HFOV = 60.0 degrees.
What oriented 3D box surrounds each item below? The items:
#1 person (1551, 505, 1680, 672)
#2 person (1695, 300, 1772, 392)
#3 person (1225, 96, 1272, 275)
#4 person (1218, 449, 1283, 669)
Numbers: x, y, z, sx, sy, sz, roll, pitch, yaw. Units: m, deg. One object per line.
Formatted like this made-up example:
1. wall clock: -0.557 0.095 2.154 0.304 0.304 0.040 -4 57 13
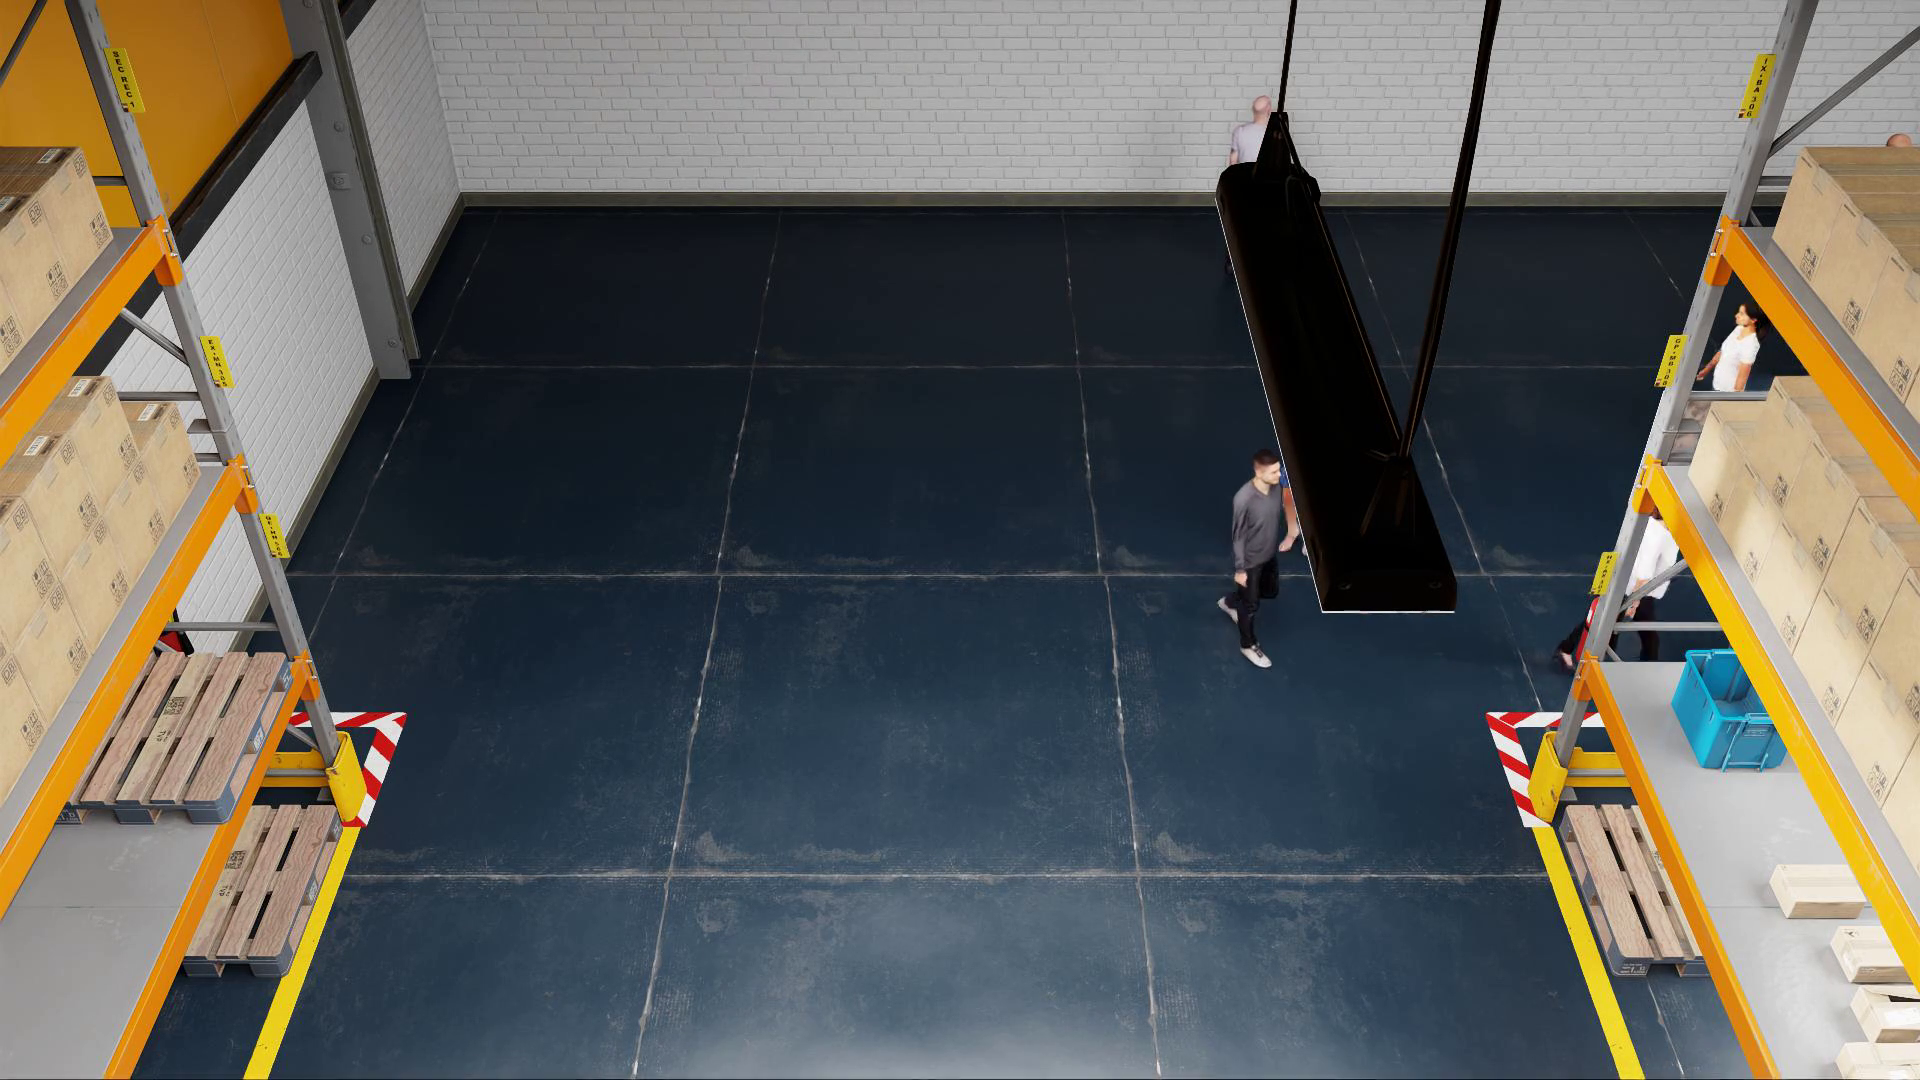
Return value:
1. person: 4.584 0.348 11.491 0.966 1.745 1.153 14 41 17
2. person: 6.340 -1.233 13.578 0.828 1.612 0.973 11 40 13
3. person: 2.845 -3.433 16.153 0.733 1.835 0.704 12 40 15
4. person: 2.050 0.078 11.823 0.902 1.752 0.968 -31 48 -33
